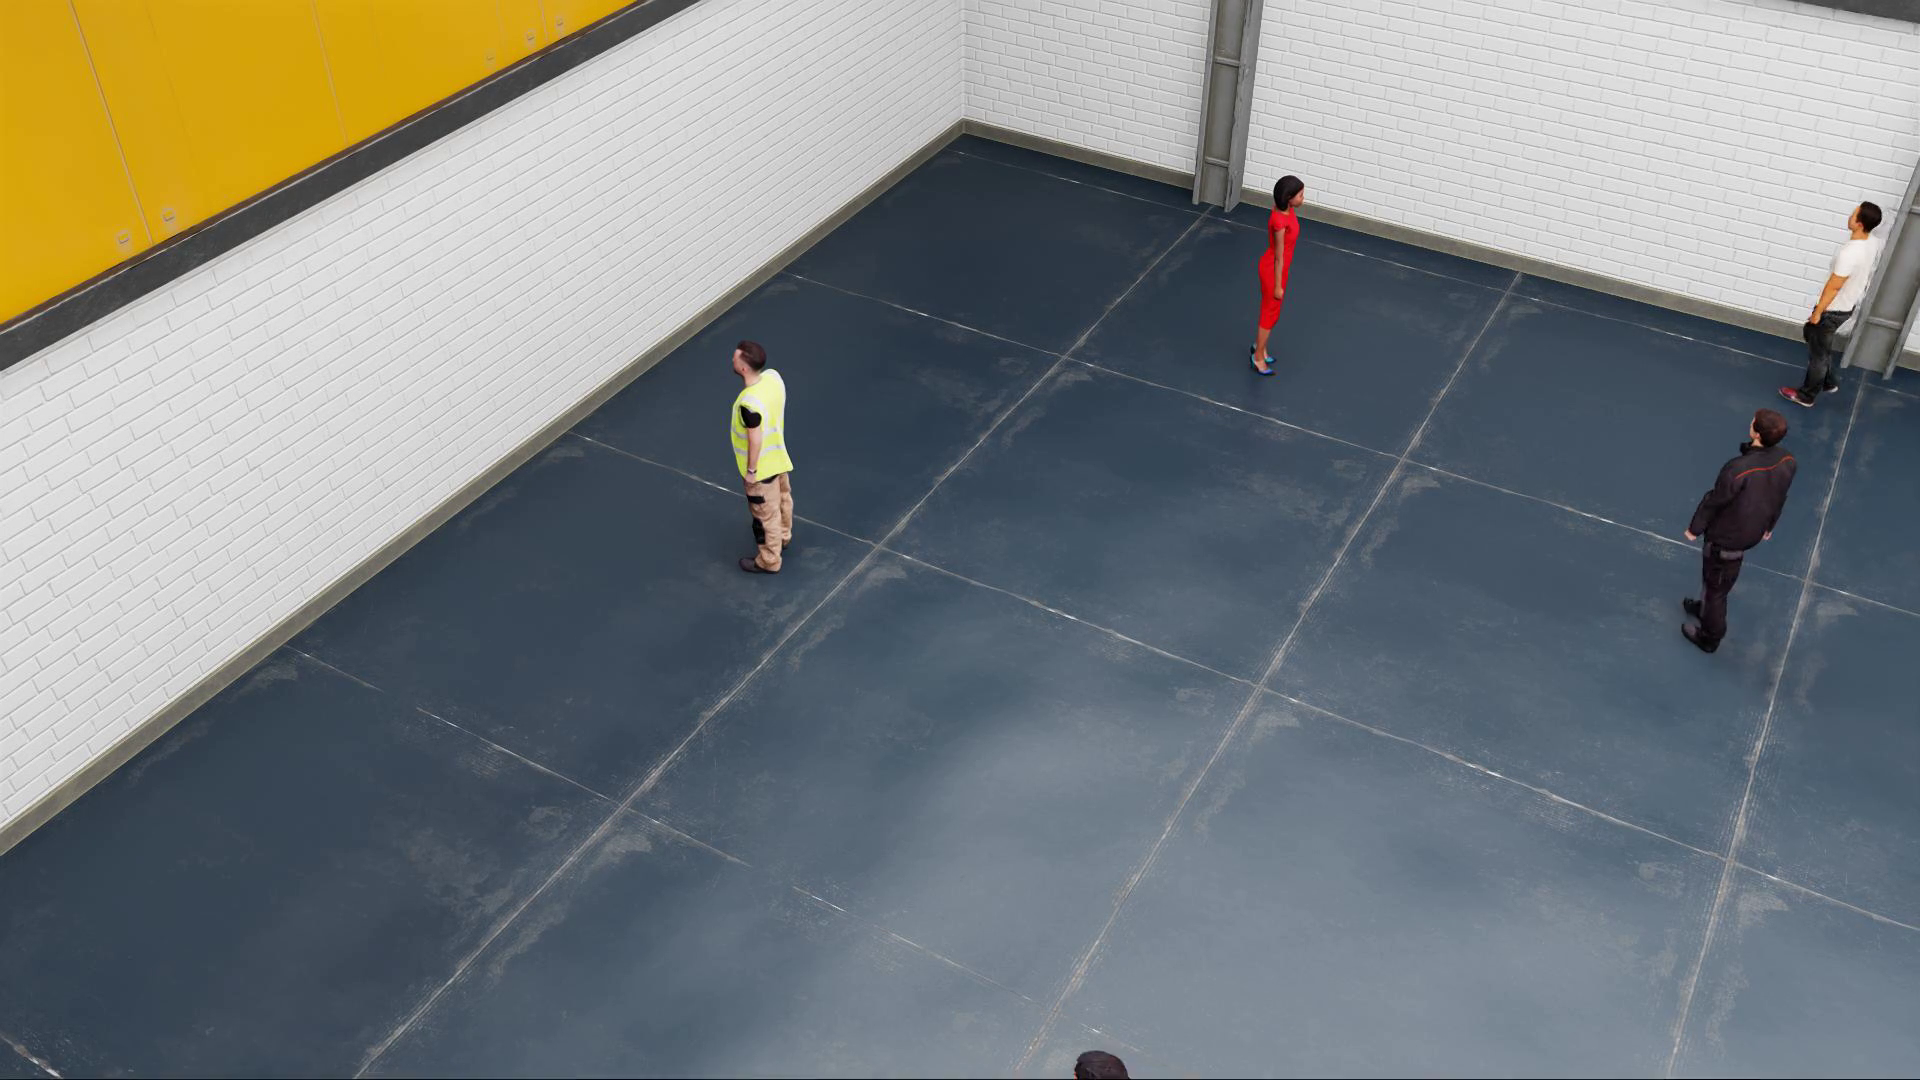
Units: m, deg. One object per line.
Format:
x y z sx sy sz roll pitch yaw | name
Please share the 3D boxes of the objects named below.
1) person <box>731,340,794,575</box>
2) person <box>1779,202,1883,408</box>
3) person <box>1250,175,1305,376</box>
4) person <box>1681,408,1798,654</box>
-1.387 -0.585 11.585 0.781 1.845 0.769 10 40 12 | person
7.016 -1.826 13.174 0.740 1.801 0.737 31 48 33 | person
2.577 -2.176 13.660 0.571 1.741 0.619 11 40 14 | person
5.126 -0.002 10.873 0.875 1.821 0.912 -18 42 -22 | person
